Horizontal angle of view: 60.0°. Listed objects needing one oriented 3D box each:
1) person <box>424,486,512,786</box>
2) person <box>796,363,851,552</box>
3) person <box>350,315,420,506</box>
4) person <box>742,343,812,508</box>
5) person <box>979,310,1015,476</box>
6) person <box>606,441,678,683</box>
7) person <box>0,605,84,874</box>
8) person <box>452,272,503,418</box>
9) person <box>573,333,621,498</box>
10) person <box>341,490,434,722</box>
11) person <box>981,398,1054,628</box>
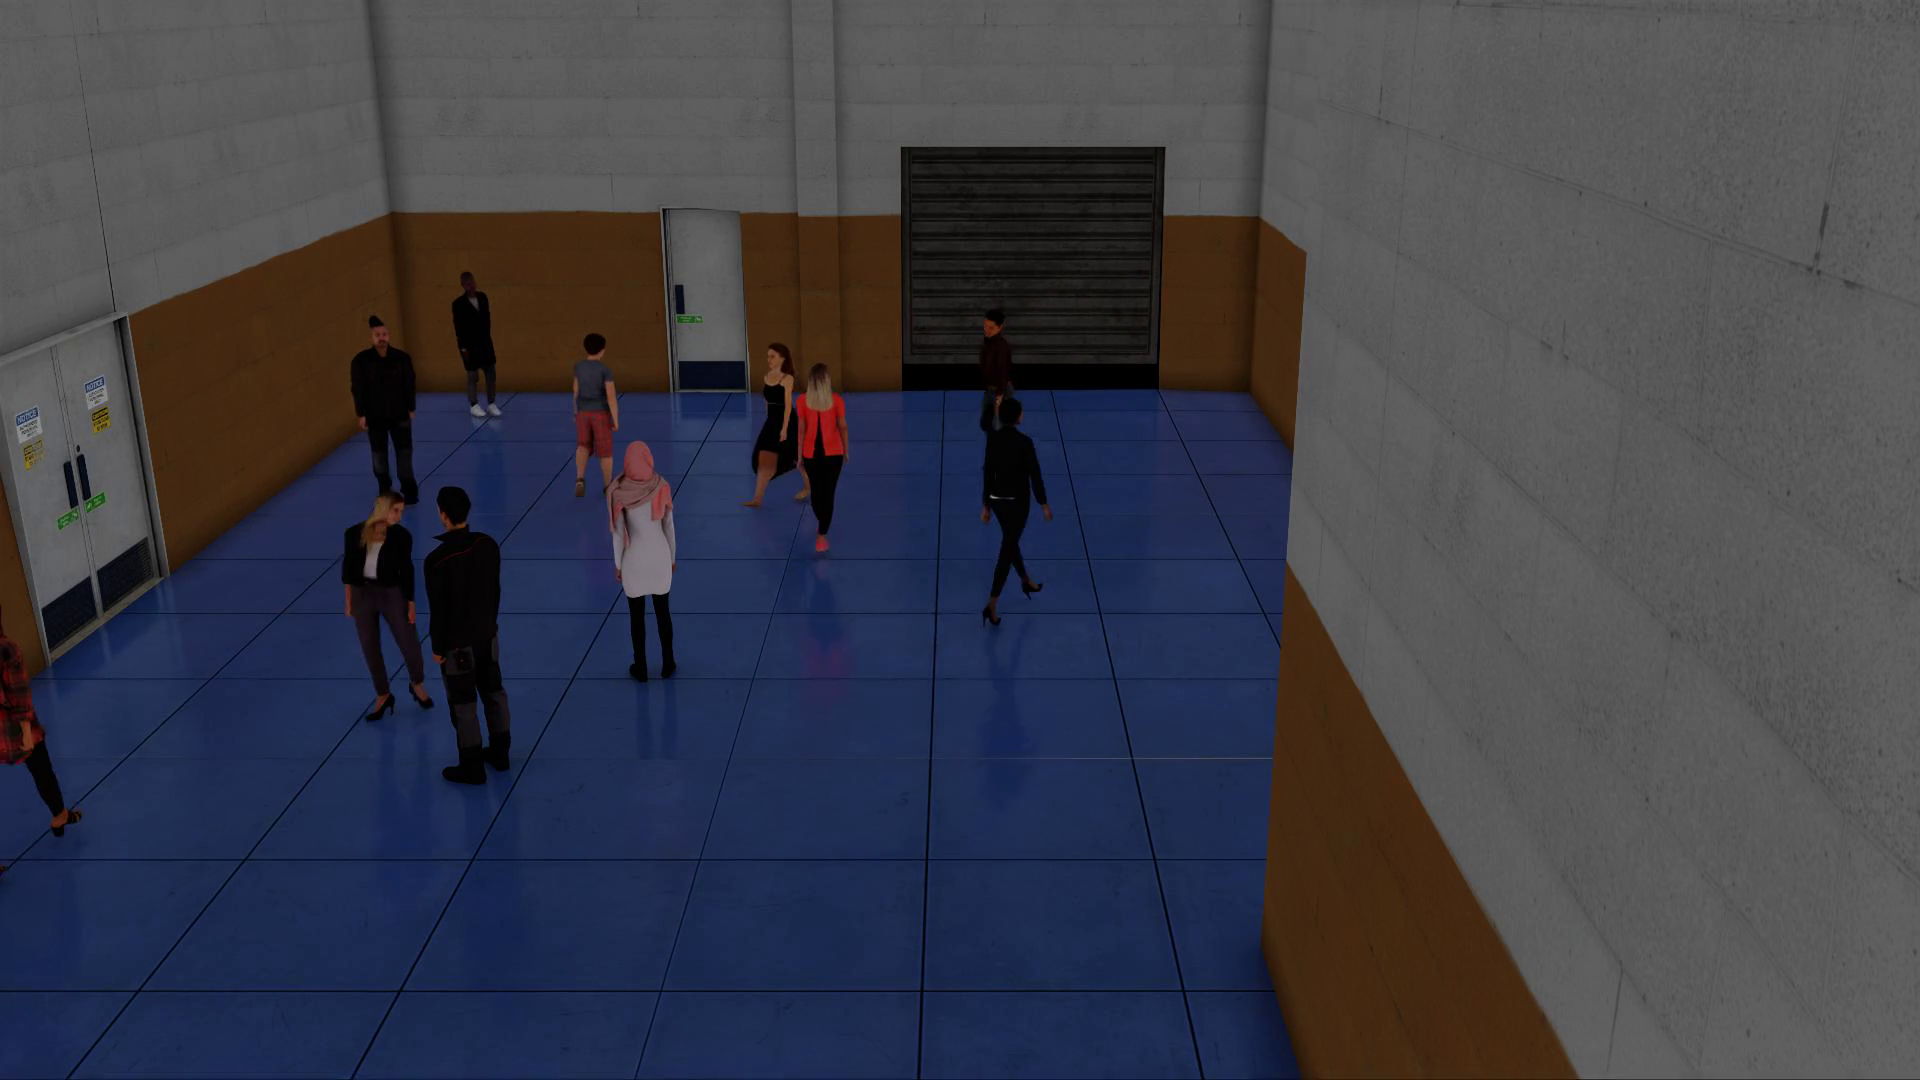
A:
[{"bbox_3d":[-3.106,0.587,10.499,0.792,1.946,0.793,11,22,30],"label":"person"},{"bbox_3d":[-1.234,-0.697,14.772,1.106,1.649,0.742,2,19,6],"label":"person"},{"bbox_3d":[-5.584,-1.248,16.111,1.191,1.814,1.112,-8,20,-22],"label":"person"},{"bbox_3d":[-1.646,-1.090,16.053,1.083,1.575,1.085,15,24,37],"label":"person"},{"bbox_3d":[0.429,-1.494,17.000,0.820,1.736,0.800,-6,19,-16],"label":"person"},{"bbox_3d":[-2.272,0.149,12.021,0.649,1.804,0.769,-6,20,-19],"label":"person"},{"bbox_3d":[-5.461,1.122,9.360,1.046,1.660,0.757,2,19,7],"label":"person"},{"bbox_3d":[-5.635,-2.259,19.287,0.912,1.724,0.854,12,22,31],"label":"person"},{"bbox_3d":[-3.597,-1.181,16.202,0.847,1.640,0.779,3,19,10],"label":"person"},{"bbox_3d":[-3.992,0.453,11.376,0.535,1.641,0.723,4,19,11],"label":"person"},{"bbox_3d":[0.344,-0.177,13.002,1.092,1.794,1.106,15,24,38],"label":"person"}]
